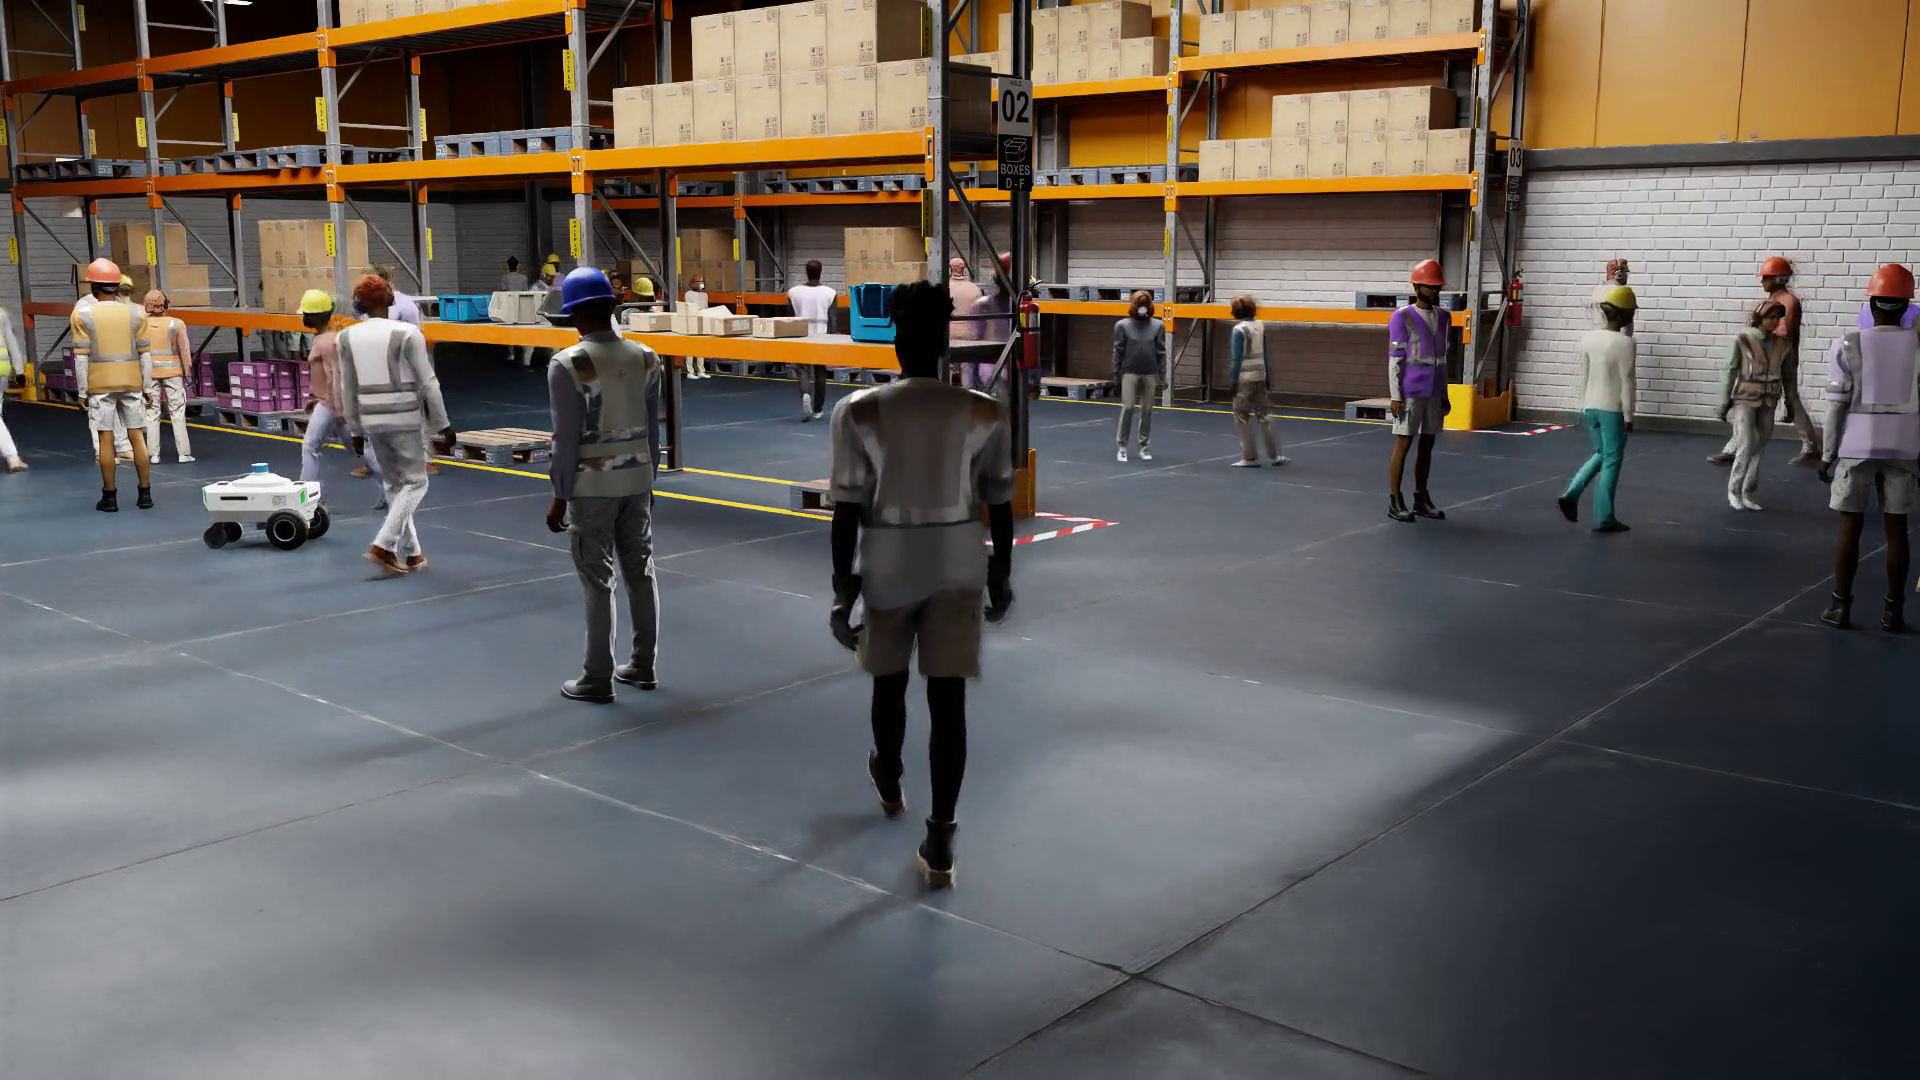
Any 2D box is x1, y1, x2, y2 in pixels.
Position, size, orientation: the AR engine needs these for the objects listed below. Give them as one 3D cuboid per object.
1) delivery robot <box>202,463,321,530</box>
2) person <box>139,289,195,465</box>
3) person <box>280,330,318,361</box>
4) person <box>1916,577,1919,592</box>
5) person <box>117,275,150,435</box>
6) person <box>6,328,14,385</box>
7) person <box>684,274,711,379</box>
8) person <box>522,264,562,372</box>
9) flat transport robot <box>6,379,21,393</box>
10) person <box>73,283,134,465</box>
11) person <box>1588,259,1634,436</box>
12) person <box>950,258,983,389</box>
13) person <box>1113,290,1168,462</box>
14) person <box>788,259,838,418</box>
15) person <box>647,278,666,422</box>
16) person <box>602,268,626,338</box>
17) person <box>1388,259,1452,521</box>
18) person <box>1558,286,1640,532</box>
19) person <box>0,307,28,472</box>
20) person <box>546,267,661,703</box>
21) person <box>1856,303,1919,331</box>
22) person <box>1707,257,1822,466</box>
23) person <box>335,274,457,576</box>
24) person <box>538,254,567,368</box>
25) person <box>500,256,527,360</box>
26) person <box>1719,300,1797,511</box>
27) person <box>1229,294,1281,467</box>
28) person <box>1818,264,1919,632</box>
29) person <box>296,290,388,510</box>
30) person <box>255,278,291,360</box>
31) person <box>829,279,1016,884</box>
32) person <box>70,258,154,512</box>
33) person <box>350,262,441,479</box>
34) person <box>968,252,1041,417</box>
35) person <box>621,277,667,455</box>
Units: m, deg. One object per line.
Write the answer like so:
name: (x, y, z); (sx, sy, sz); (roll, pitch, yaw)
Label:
delivery robot: (-4.757, -0.279, 11.333); (0.707, 0.478, 0.477); (0, 10, -1)
person: (-7.469, -1.519, 15.572); (0.523, 1.638, 0.311); (-3, 10, -15)
person: (-9.005, -2.911, 22.658); (0.548, 1.934, 0.374); (-7, 12, -35)
person: (5.780, -0.493, 9.563); (0.318, 1.695, 0.539); (0, 10, 3)
person: (-9.127, -2.015, 18.156); (0.852, 1.726, 0.527); (7, 12, 36)
person: (-13.883, -3.066, 23.813); (0.571, 1.831, 0.811); (5, 11, 24)
person: (-4.083, -3.318, 25.856); (0.276, 1.629, 0.497); (7, 12, 35)
person: (-6.787, -3.616, 27.171); (0.964, 1.765, 0.658); (4, 11, 22)
flat transport robot: (-12.597, -2.209, 23.396); (1.431, 0.197, 0.652); (-5, 11, -28)
person: (-7.969, -1.626, 15.629); (0.430, 1.837, 0.621); (3, 10, 17)
person: (7.062, -2.078, 17.995); (0.409, 1.908, 0.639); (-1, 10, -4)
person: (-0.051, -2.499, 20.433); (0.647, 1.901, 0.402); (-3, 10, -16)
person: (1.717, -1.563, 15.865); (0.509, 1.634, 0.309); (-2, 10, -9)
person: (-1.742, -2.366, 19.658); (0.601, 1.899, 0.774); (0, 10, -1)
person: (-3.649, -2.201, 19.330); (0.684, 1.671, 0.552); (5, 11, 27)
person: (-2.571, -1.059, 12.284); (0.328, 1.876, 0.515); (-1, 10, -3)
person: (3.438, -1.105, 12.367); (0.552, 1.936, 0.359); (-5, 11, -25)
person: (4.594, -0.922, 11.821); (0.415, 1.754, 0.542); (-3, 10, -15)
person: (-8.797, -1.495, 15.035); (0.798, 1.792, 0.644); (3, 10, 16)
person: (-1.595, -0.241, 7.448); (0.402, 1.938, 0.603); (7, 12, 36)
person: (7.897, -1.356, 14.170); (0.459, 1.824, 0.642); (-7, 12, -34)
person: (7.579, -1.642, 15.420); (1.017, 1.951, 0.621); (-1, 10, -3)
person: (-3.497, -0.701, 10.273); (0.664, 1.858, 0.602); (3, 10, 15)
person: (-6.840, -3.871, 28.160); (0.586, 1.923, 0.371); (-6, 12, -31)
person: (-8.050, -4.185, 30.094); (0.513, 1.872, 0.328); (-4, 11, -20)
person: (6.127, -1.017, 12.746); (0.540, 1.621, 0.461); (-1, 10, -8)
person: (2.731, -1.468, 15.411); (0.393, 1.602, 0.673); (9, 13, 41)
person: (4.843, -0.478, 8.792); (0.543, 1.939, 0.361); (4, 11, 20)
person: (-4.755, -1.048, 12.662); (0.938, 1.714, 0.527); (-3, 10, -15)
person: (-10.622, -3.290, 25.727); (0.491, 1.620, 0.501); (7, 12, 36)
person: (-0.127, 0.099, 5.569); (0.633, 1.908, 1.007); (-1, 10, -7)
person: (-6.516, -1.186, 12.813); (0.552, 1.942, 0.342); (-8, 13, -39)
person: (-5.018, -1.481, 14.650); (0.679, 1.896, 0.671); (4, 11, 20)
person: (0.332, -1.385, 13.810); (0.621, 2.006, 0.964); (-5, 11, -25)
person: (-3.080, -1.681, 16.214); (0.485, 1.740, 0.304); (-7, 12, -35)
